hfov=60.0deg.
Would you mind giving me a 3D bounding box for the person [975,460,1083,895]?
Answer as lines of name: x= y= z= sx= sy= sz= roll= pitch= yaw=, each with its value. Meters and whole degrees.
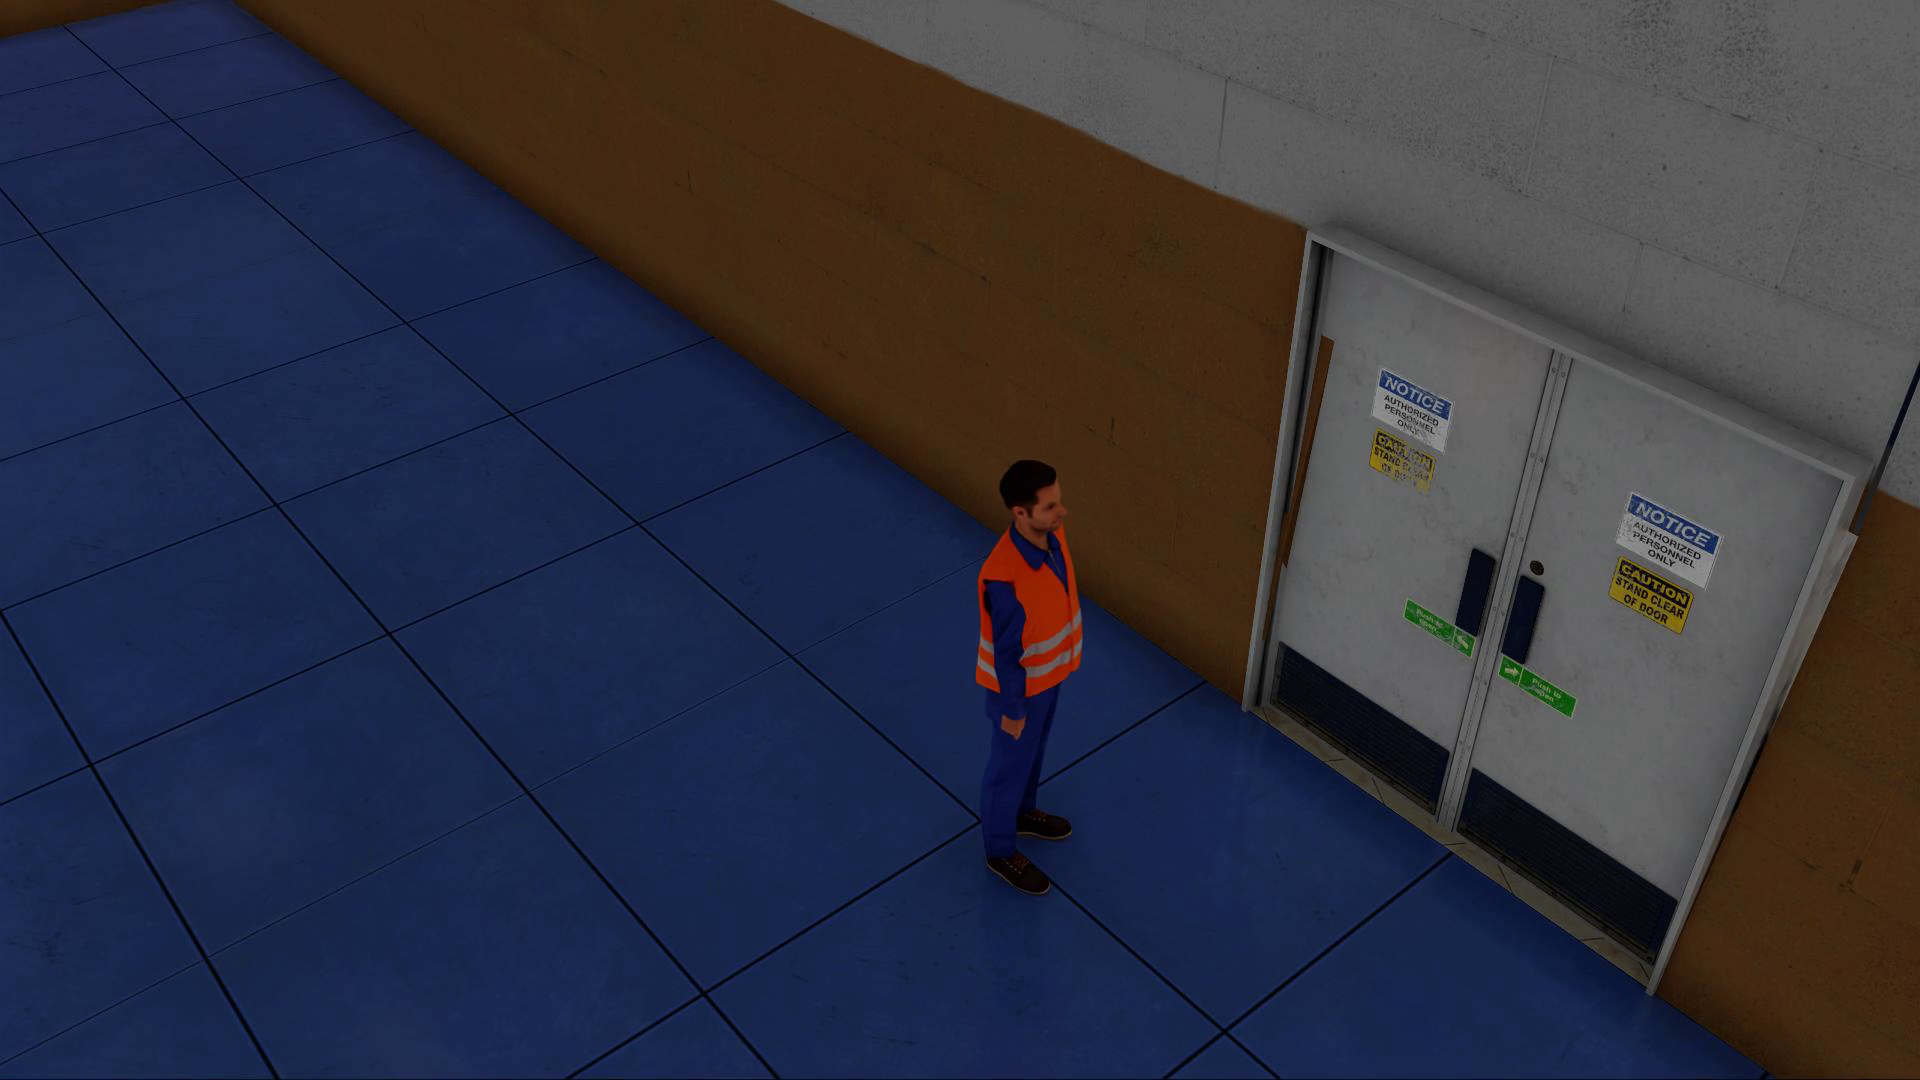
person: x=0.241 y=0.486 z=6.072 sx=0.838 sy=1.864 sz=0.719 roll=13 pitch=39 yaw=17
